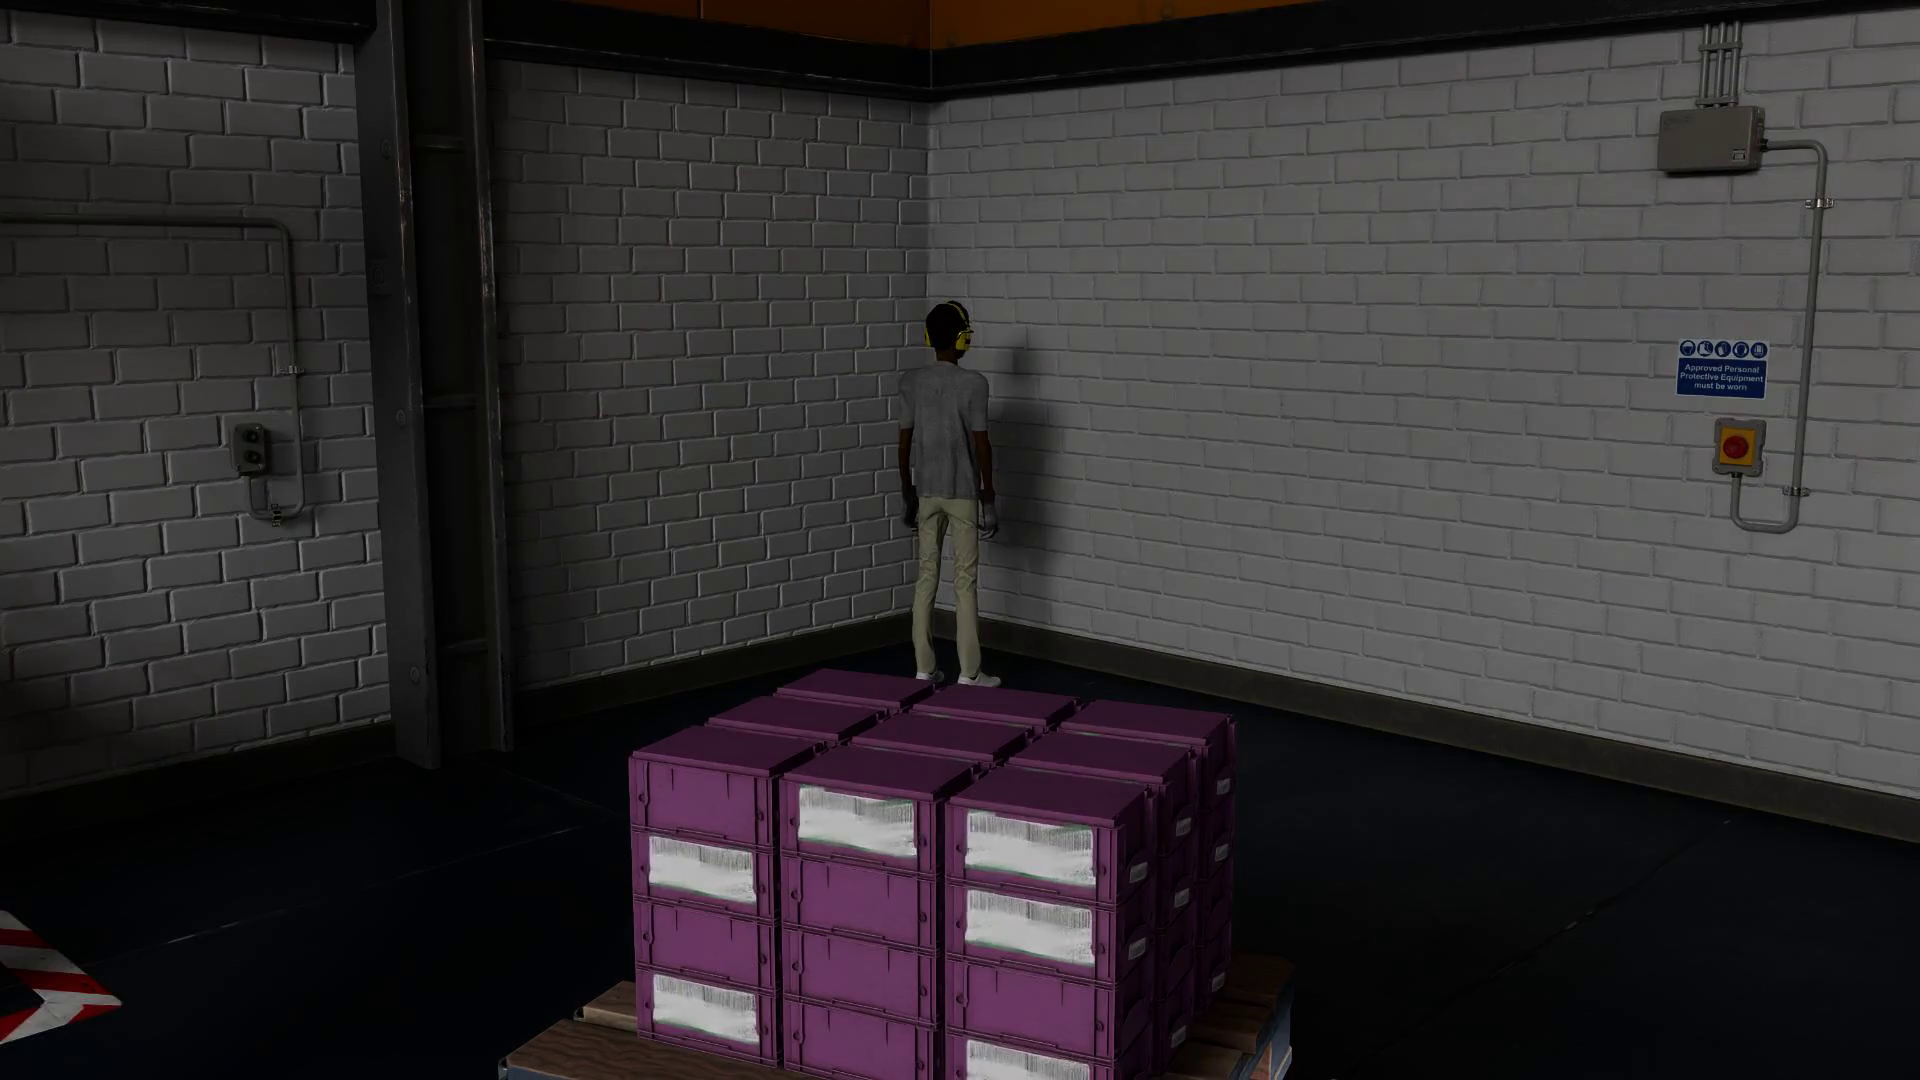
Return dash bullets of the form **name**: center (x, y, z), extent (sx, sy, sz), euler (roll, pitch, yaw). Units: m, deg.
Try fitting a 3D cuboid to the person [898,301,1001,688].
- **person**: center (-0.054, -0.194, 7.922), extent (0.521, 1.873, 0.328), euler (5, 10, 27)
